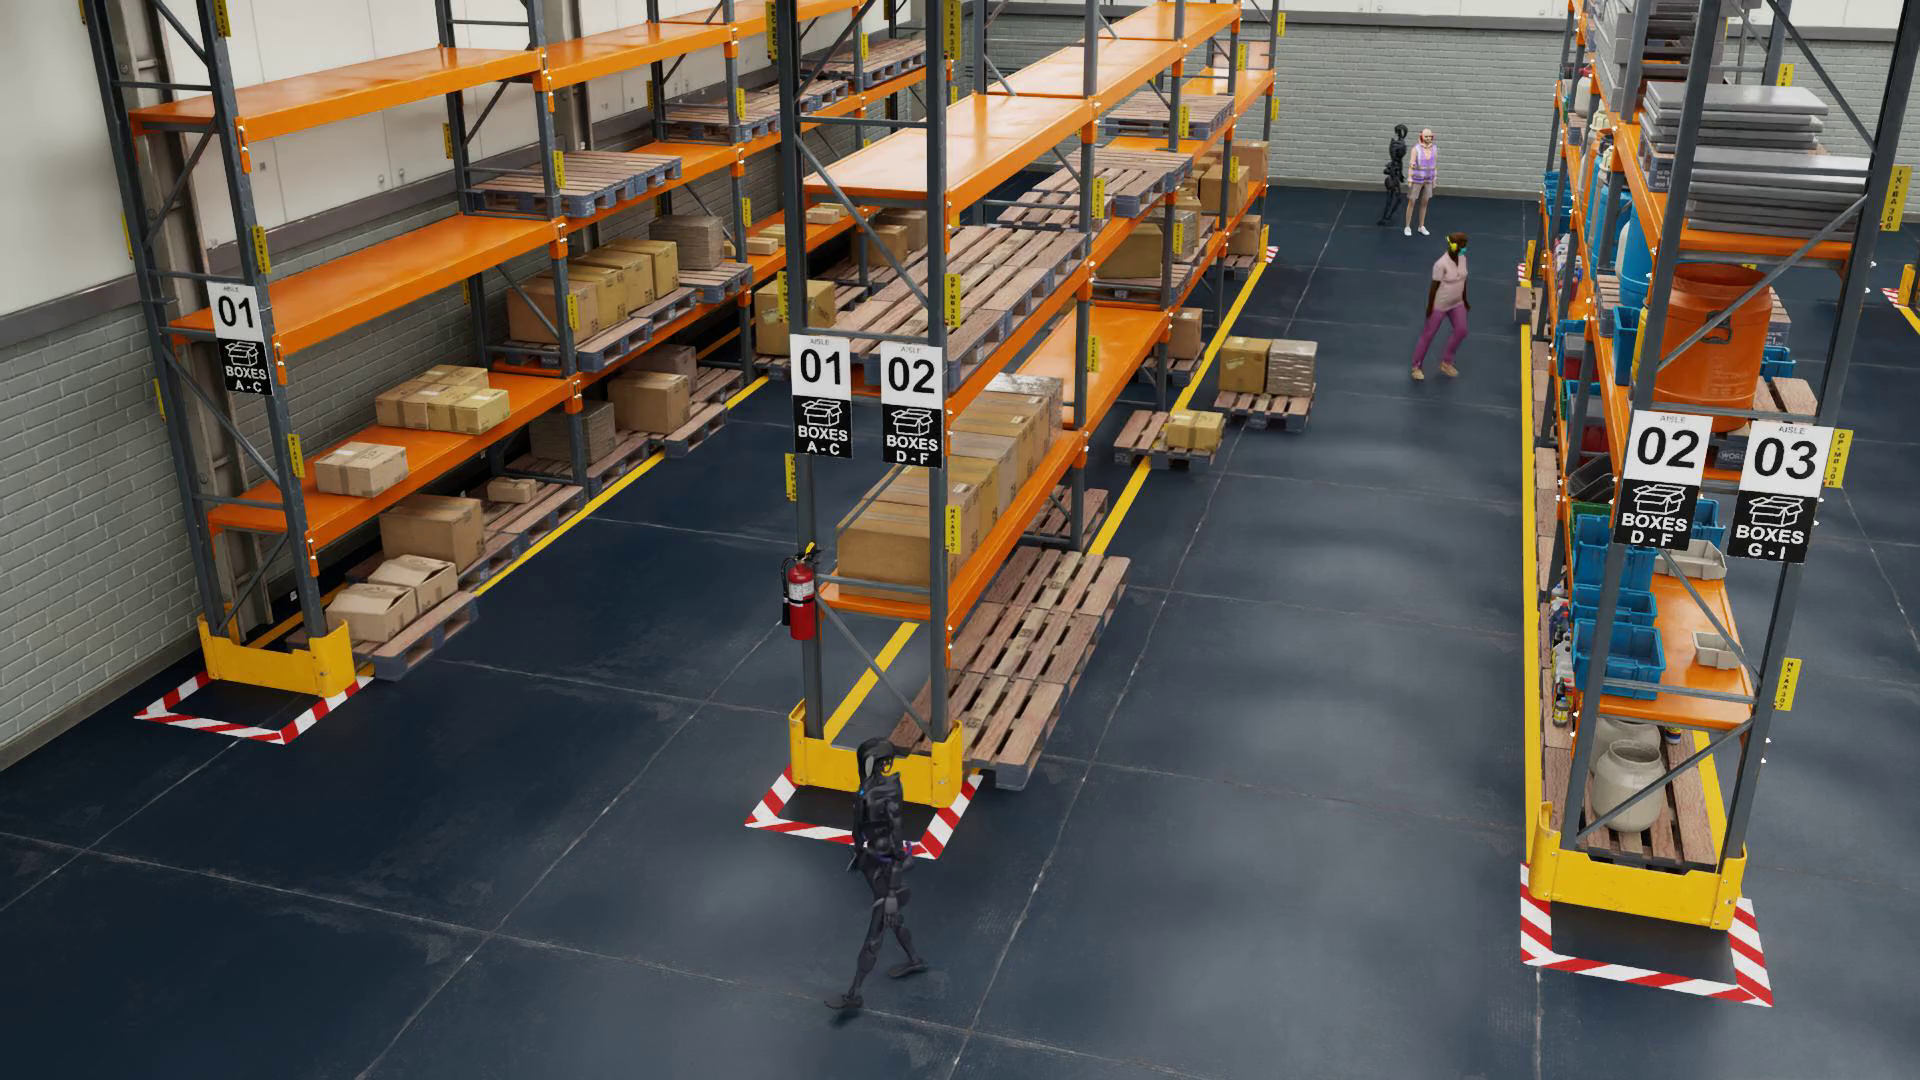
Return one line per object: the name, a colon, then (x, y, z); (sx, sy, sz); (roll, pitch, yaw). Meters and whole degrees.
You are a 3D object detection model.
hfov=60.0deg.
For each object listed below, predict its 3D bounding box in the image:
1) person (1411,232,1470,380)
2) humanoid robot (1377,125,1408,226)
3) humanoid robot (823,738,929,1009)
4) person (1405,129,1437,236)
person: (5.745, -2.770, 19.691); (0.570, 1.779, 0.552); (-13, 26, -27)
humanoid robot: (7.118, -5.993, 27.297); (0.362, 1.640, 0.591); (11, 26, 25)
humanoid robot: (-0.483, 1.820, 9.201); (0.713, 1.631, 0.601); (-11, 26, -24)
person: (7.402, -5.742, 26.687); (0.492, 1.693, 0.348); (-5, 24, -11)
